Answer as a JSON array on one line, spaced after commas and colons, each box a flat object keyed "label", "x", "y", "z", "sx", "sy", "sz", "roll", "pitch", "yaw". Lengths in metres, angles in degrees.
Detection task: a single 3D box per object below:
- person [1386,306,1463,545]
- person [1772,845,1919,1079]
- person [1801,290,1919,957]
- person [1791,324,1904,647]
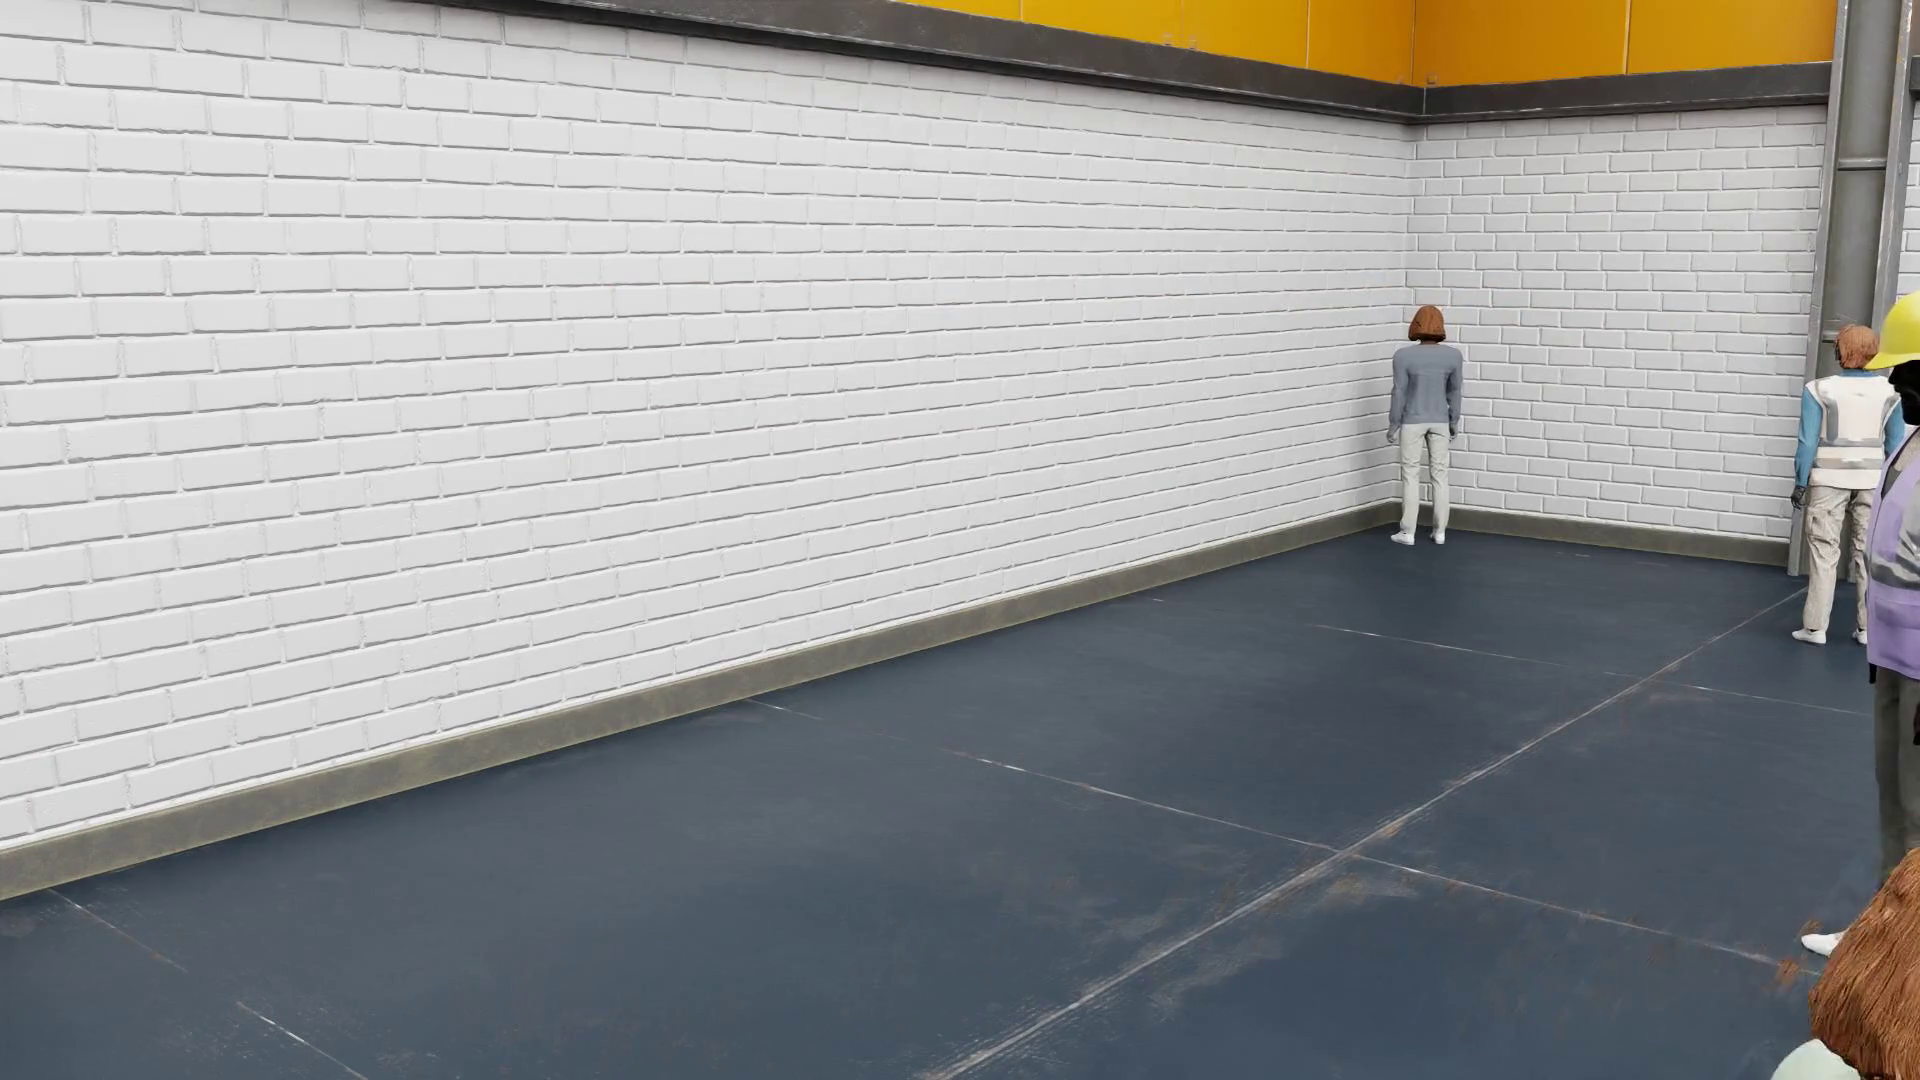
[{"label": "person", "x": 3.168, "y": -0.774, "z": 11.370, "sx": 0.513, "sy": 1.637, "sz": 0.298, "roll": -1, "pitch": 10, "yaw": -7}, {"label": "person", "x": 0.706, "y": 0.988, "z": 1.363, "sx": 0.555, "sy": 1.623, "sz": 0.504, "roll": 0, "pitch": 10, "yaw": 1}, {"label": "person", "x": 2.556, "y": 0.296, "z": 4.442, "sx": 0.374, "sy": 1.919, "sz": 0.585, "roll": 2, "pitch": 10, "yaw": 14}, {"label": "person", "x": 4.489, "y": -0.266, "z": 8.434, "sx": 0.514, "sy": 1.640, "sz": 0.315, "roll": 1, "pitch": 10, "yaw": 7}]
